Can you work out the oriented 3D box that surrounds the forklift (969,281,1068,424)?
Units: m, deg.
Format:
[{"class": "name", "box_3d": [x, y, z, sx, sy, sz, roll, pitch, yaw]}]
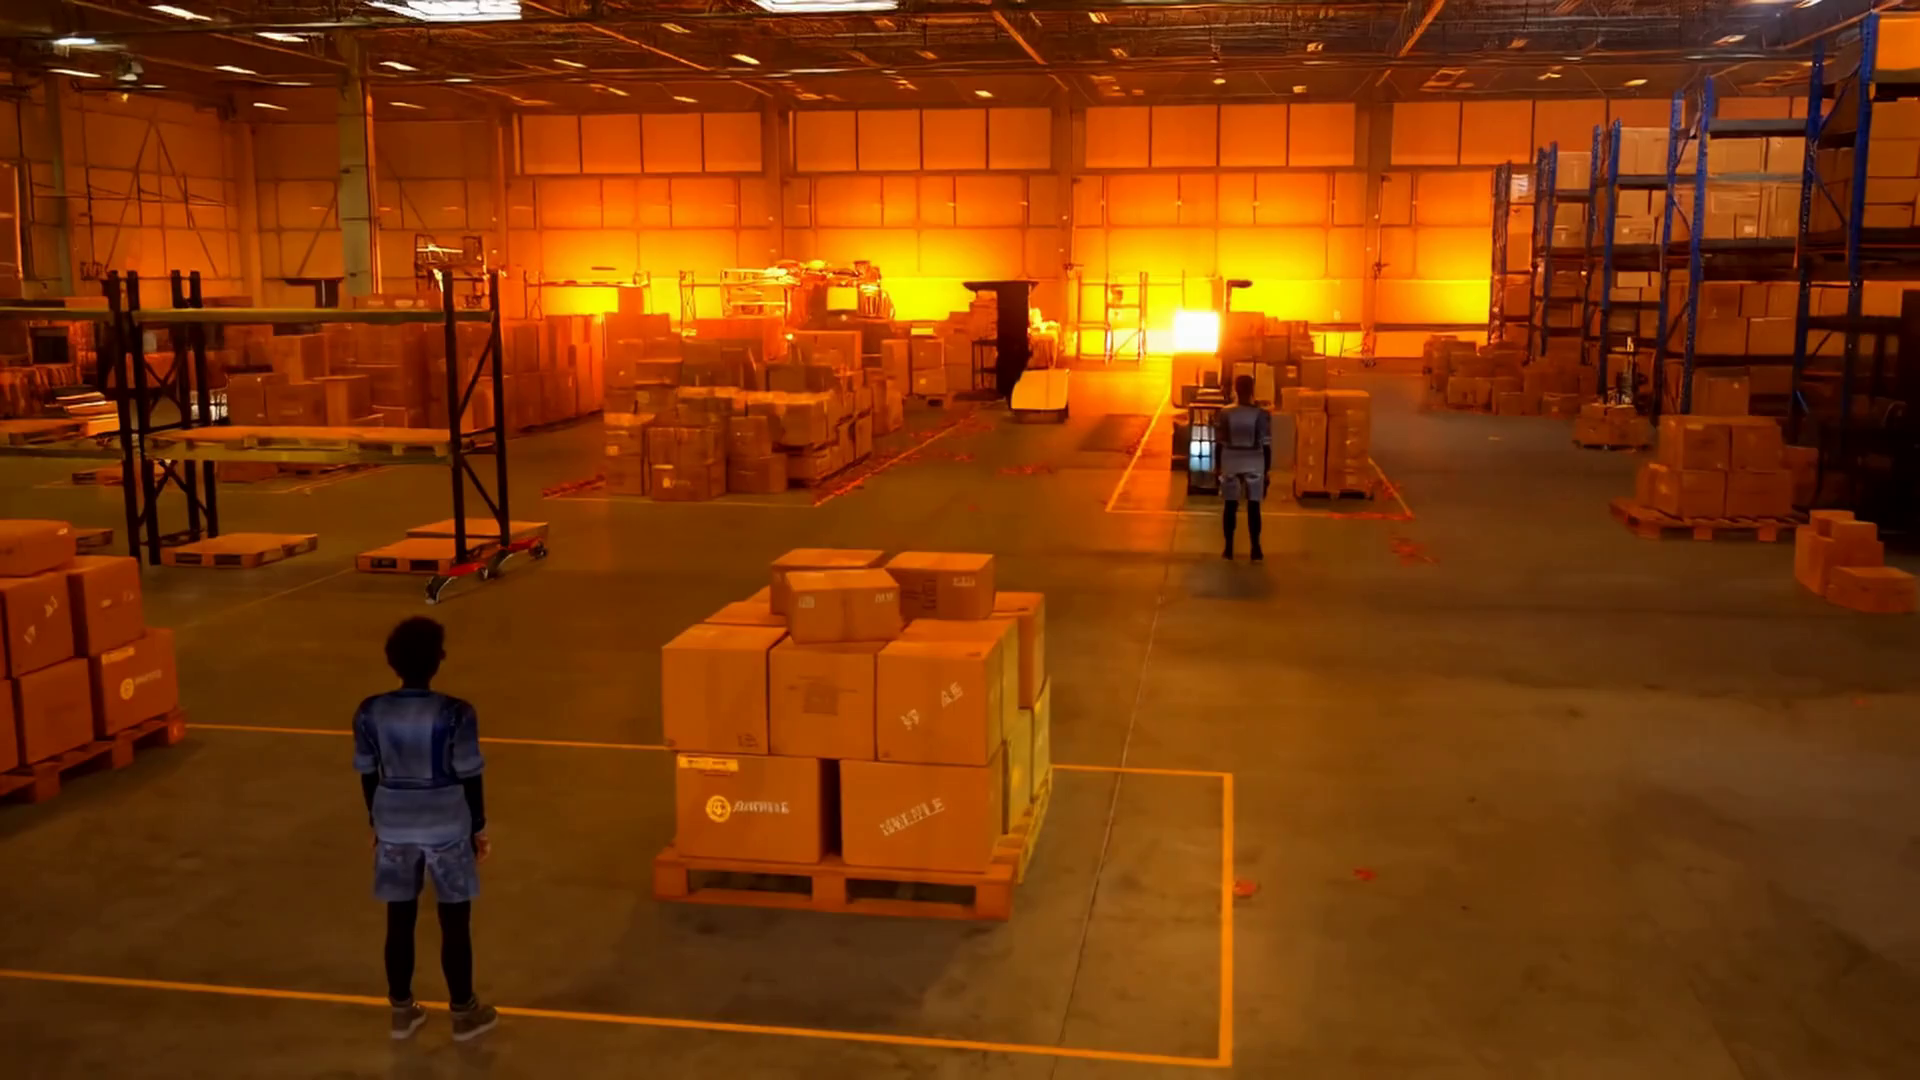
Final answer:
[{"class": "forklift", "box_3d": [1.194, -3.753, 33.059, 1.873, 2.768, 1.129, 1, 9, 9]}]

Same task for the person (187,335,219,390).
[{"class": "person", "box_3d": [-13.219, -2.632, 29.048, 0.629, 1.940, 0.373, 2, 9, 9]}]

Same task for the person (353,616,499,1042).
[{"class": "person", "box_3d": [-2.098, 1.137, 6.541, 0.532, 1.696, 0.319, 2, 9, 9]}]

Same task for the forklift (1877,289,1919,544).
[{"class": "forklift", "box_3d": [10.626, -1.366, 18.337, 1.873, 2.768, 1.129, 1, 9, 9]}]

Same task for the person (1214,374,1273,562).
[{"class": "person", "box_3d": [2.939, -0.737, 17.290, 0.602, 1.960, 0.368, 2, 9, 9]}]

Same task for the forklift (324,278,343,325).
[{"class": "forklift", "box_3d": [-16.326, -5.434, 43.428, 1.873, 2.768, 1.129, -3, 10, -17]}]

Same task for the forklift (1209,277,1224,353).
[{"class": "forklift", "box_3d": [7.469, -6.243, 48.419, 1.873, 2.768, 1.129, 1, 9, 9]}]

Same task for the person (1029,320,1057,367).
[{"class": "person", "box_3d": [1.730, -3.624, 34.990, 0.608, 1.995, 0.377, 2, 9, 9]}]

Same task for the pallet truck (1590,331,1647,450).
[{"class": "pallet truck", "box_3d": [11.253, -2.573, 28.499, 0.823, 1.965, 1.885, 5, 10, 27]}]

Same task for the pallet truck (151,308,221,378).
[{"class": "pallet truck", "box_3d": [-21.869, -5.598, 47.154, 0.823, 1.965, 1.885, 4, 10, 26]}]

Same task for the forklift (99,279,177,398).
[{"class": "forklift", "box_3d": [-19.606, -4.720, 39.027, 1.873, 2.768, 1.129, 1, 9, 9]}]

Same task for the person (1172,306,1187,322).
[{"class": "person", "box_3d": [6.826, -6.194, 51.015, 0.629, 1.940, 0.373, 2, 9, 9]}]

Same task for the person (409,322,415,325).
[{"class": "person", "box_3d": [-17.371, -6.566, 53.308, 0.542, 1.938, 0.357, 2, 9, 9]}]

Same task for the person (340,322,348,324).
[{"class": "person", "box_3d": [-18.725, -6.173, 50.895, 0.629, 1.936, 0.373, 2, 9, 9]}]
